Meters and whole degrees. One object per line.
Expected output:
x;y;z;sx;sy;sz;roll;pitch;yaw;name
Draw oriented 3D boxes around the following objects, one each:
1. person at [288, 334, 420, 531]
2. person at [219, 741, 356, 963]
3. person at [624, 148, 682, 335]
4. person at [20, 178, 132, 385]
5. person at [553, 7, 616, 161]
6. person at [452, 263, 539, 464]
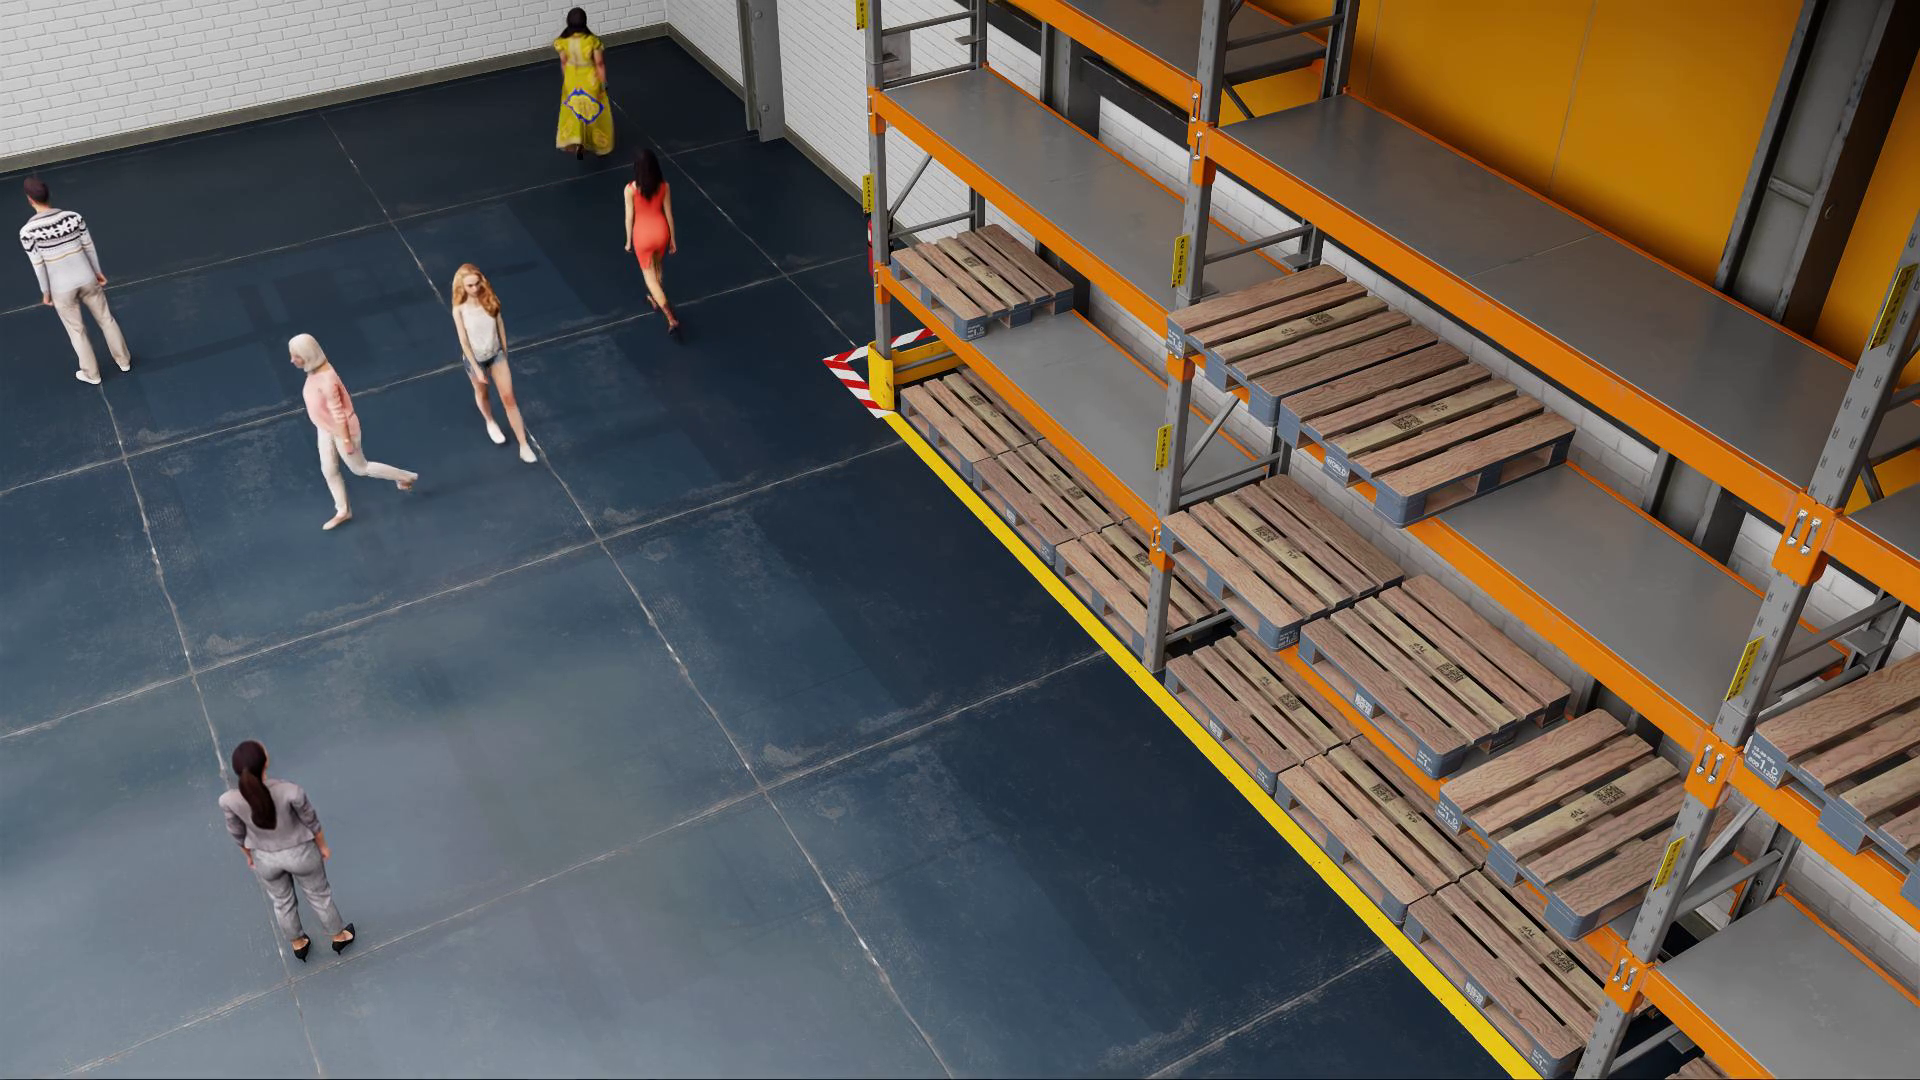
-4.612;-0.872;12.567;0.809;1.690;1.003;-26;45;-29;person
-3.763;1.760;9.280;0.693;1.680;0.692;-7;39;-8;person
-2.715;-2.623;14.761;0.602;1.688;1.083;-22;44;-25;person
-7.522;-2.192;14.084;0.684;1.860;0.752;29;47;31;person
-3.955;-4.733;17.437;1.080;1.645;1.204;1;39;1;person
-3.846;-1.472;13.288;0.596;1.728;1.044;-22;44;-26;person
